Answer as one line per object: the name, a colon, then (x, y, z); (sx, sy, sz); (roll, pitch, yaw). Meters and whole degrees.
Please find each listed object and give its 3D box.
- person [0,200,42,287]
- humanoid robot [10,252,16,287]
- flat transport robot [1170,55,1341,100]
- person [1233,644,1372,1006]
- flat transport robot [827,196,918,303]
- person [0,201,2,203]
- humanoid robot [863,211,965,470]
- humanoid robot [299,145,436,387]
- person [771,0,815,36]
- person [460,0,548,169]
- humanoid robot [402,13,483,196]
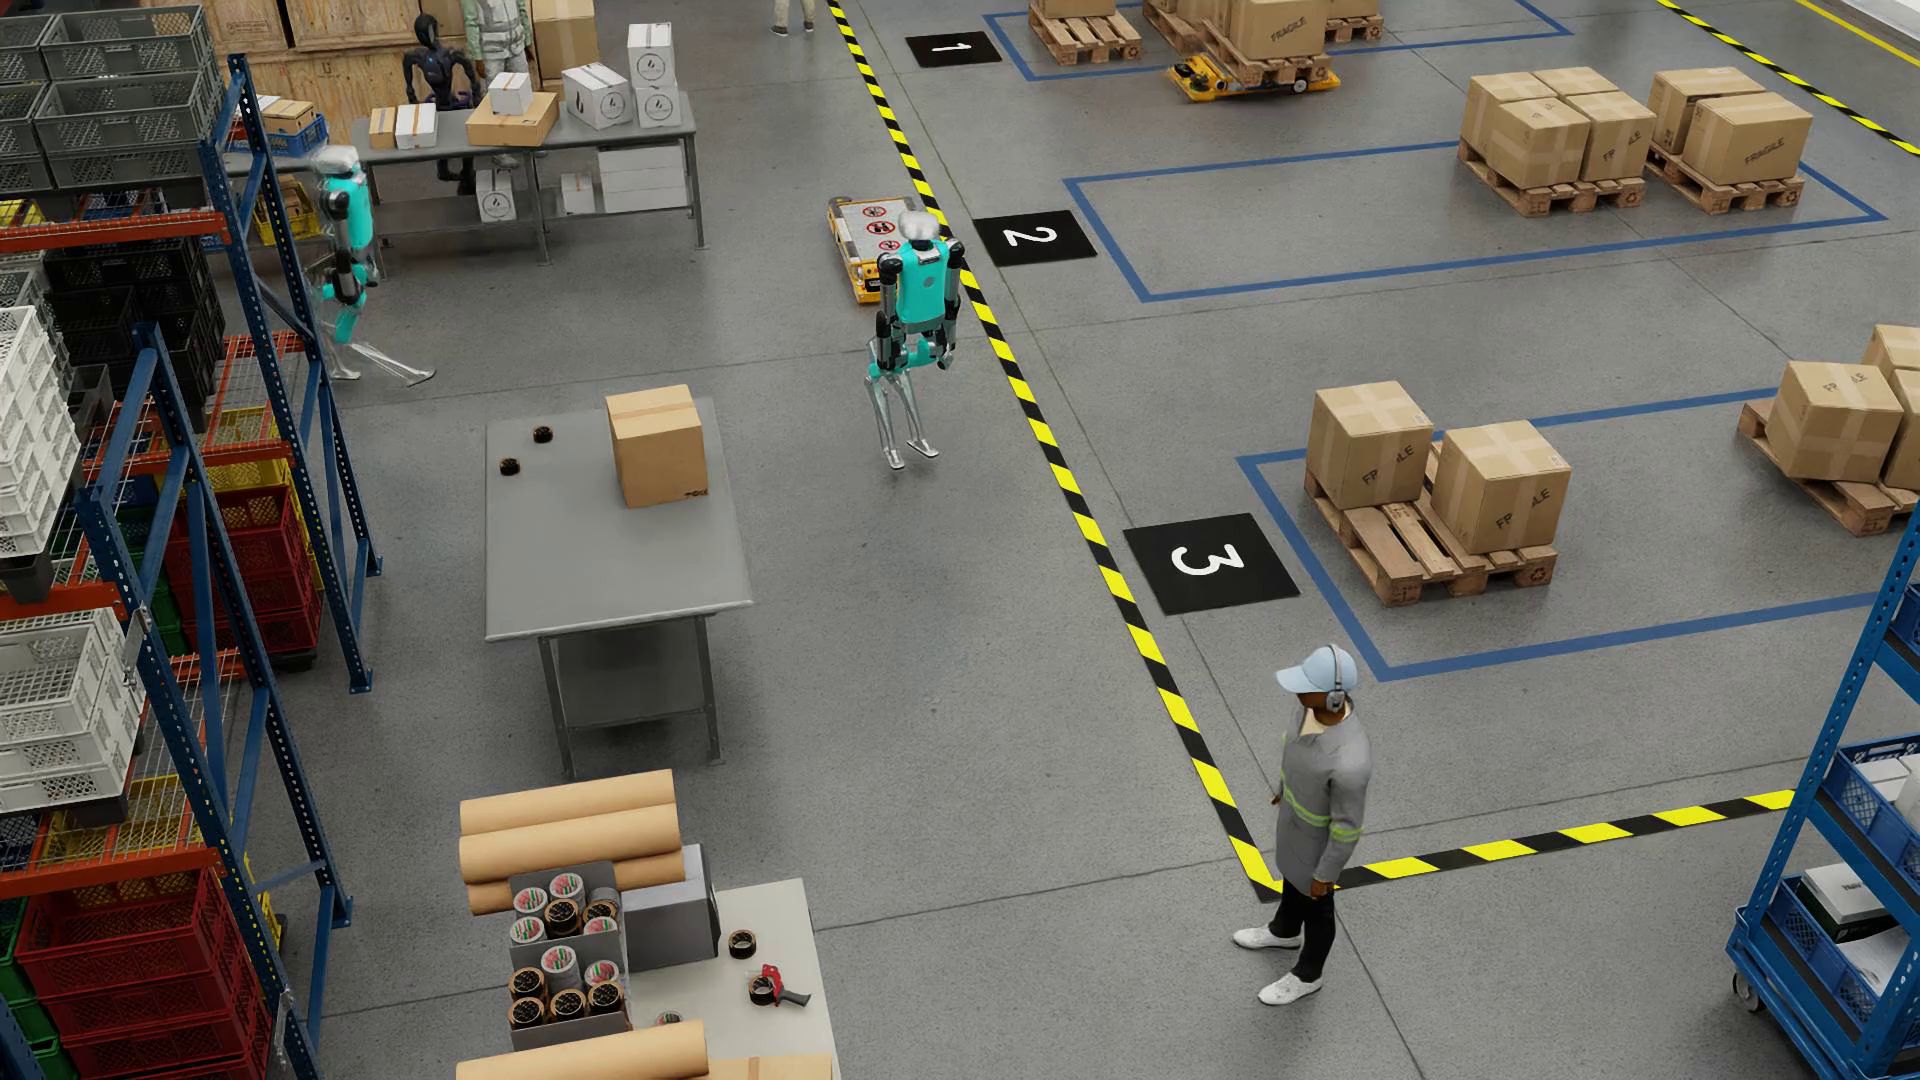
person: (-5.341, -1.192, 9.854); (0.404, 1.822, 0.586); (27, 44, 31)
humanoid robot: (-5.670, -1.018, 9.635); (0.707, 1.727, 0.544); (6, 37, 9)
flat transport robot: (2.725, -4.326, 15.345); (1.431, 0.197, 0.652); (-8, 37, -10)
person: (1.383, 1.148, 6.684); (0.399, 1.852, 0.589); (-5, 37, -7)
flat transport robot: (-0.570, -2.220, 12.538); (0.659, 0.231, 1.431); (-8, 37, -10)
person: (-5.892, -1.517, 10.238); (0.572, 1.885, 0.357); (-4, 37, -5)
humanoid robot: (-0.344, -1.245, 9.885); (0.533, 1.676, 0.735); (-19, 41, -23)
humanoid robot: (-3.974, -1.675, 10.579); (1.023, 1.728, 0.554); (0, 37, 0)
person: (-1.656, -5.763, 16.042); (0.561, 1.768, 0.398); (-16, 39, -20)
person: (-3.725, -4.004, 13.539); (0.413, 1.939, 0.607); (27, 44, 31)
humanoid robot: (-3.872, -3.240, 12.740); (0.610, 1.644, 0.565); (0, 37, 0)
